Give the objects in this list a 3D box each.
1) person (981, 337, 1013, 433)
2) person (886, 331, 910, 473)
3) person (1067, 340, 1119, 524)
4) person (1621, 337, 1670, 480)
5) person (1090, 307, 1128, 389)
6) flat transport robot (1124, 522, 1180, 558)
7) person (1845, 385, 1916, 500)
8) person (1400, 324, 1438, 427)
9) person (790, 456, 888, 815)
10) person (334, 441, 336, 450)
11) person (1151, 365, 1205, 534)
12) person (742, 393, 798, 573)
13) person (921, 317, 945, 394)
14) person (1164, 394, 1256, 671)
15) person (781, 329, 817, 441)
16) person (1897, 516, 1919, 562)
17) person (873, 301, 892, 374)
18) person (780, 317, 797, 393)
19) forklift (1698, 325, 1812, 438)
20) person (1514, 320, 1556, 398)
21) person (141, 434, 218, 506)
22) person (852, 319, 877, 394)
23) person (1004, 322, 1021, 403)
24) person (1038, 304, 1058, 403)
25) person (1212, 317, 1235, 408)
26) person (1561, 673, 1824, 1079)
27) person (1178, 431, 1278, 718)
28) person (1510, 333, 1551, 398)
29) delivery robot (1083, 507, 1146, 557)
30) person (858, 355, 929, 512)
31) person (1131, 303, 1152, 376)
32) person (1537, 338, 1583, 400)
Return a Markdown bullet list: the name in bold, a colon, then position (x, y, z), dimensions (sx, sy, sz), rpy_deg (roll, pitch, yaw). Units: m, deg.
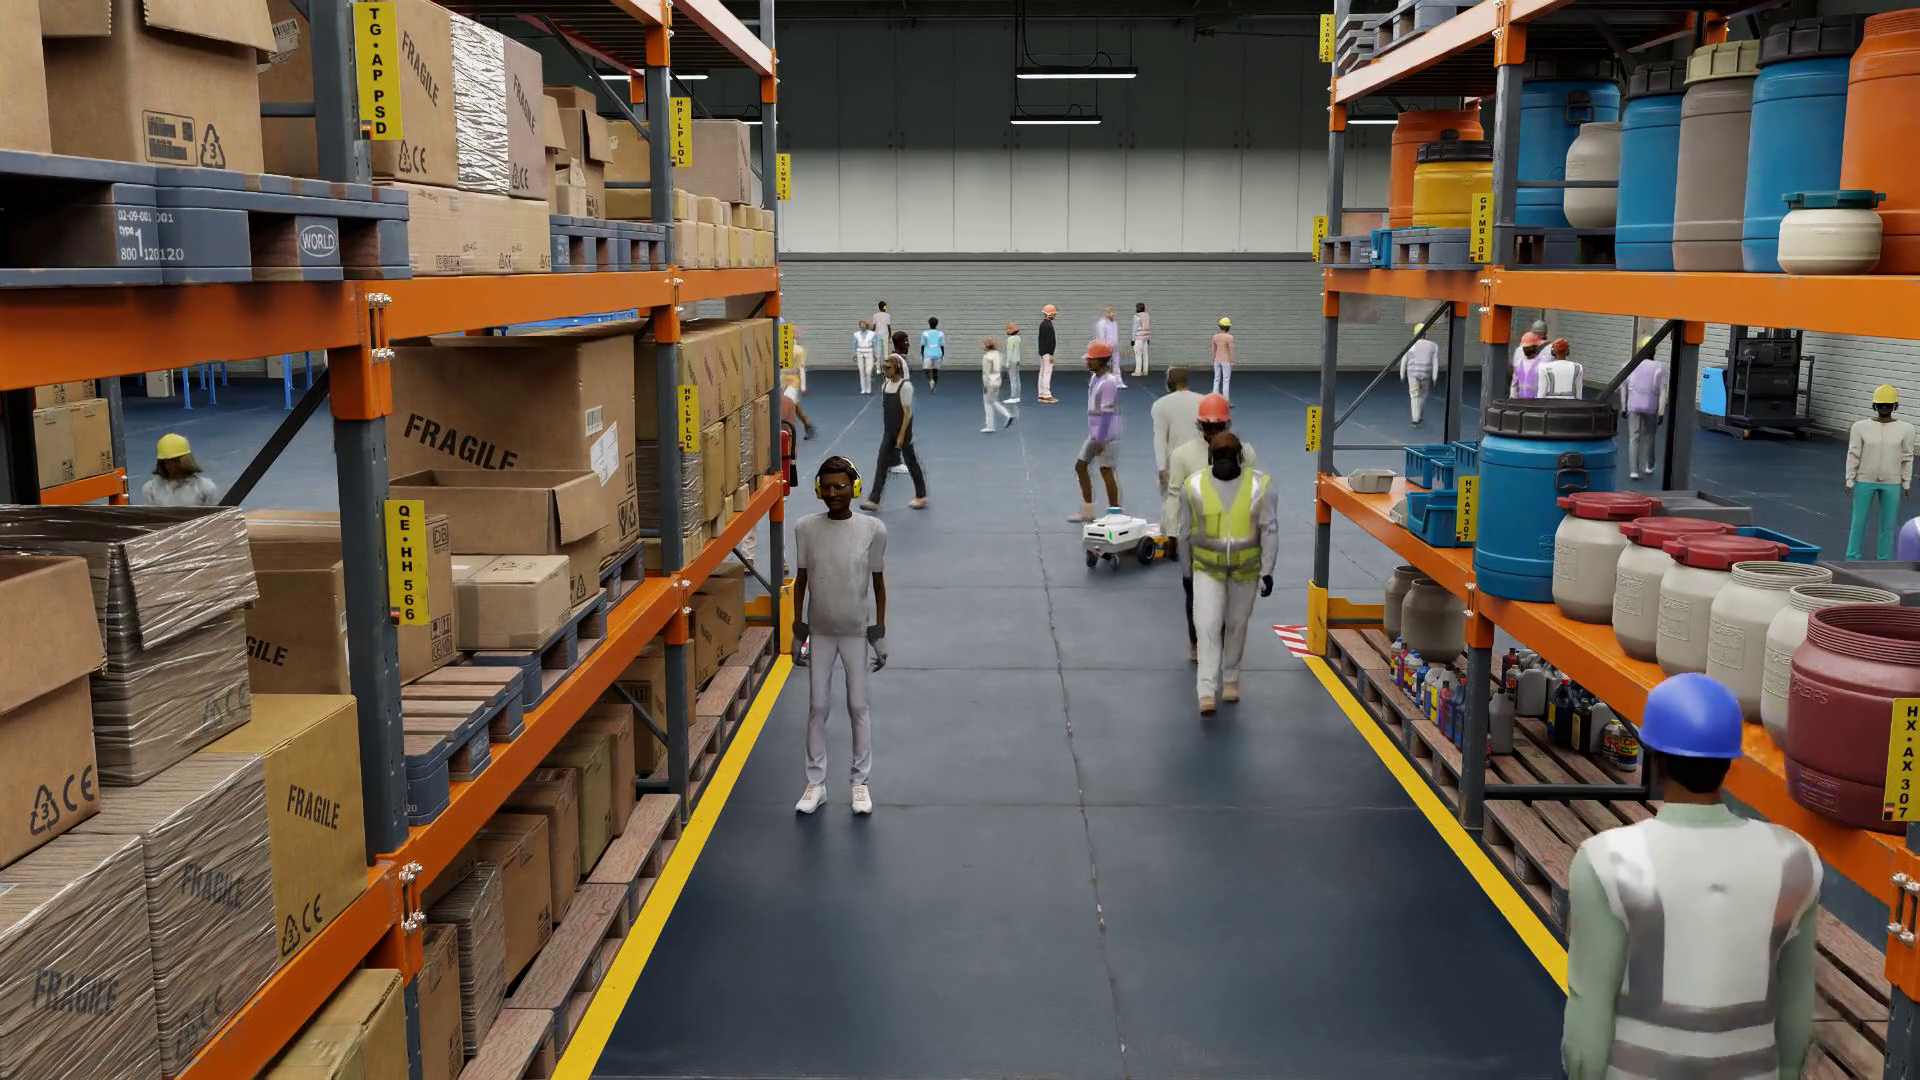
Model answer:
- **person**: position (0.575, -2.591, 27.826), dimensions (0.470, 1.610, 0.530), rpy_deg (5, 11, 29)
- **person**: position (-0.848, -1.897, 22.779), dimensions (0.383, 1.916, 0.597), rpy_deg (-1, 10, -8)
- **person**: position (1.427, -1.138, 17.934), dimensions (0.736, 2.016, 0.640), rpy_deg (-2, 10, -12)
- **person**: position (9.086, -1.759, 22.114), dimensions (0.601, 1.867, 1.024), rpy_deg (5, 11, 28)
- **person**: position (3.358, -4.377, 37.834), dimensions (0.662, 1.860, 1.006), rpy_deg (-9, 13, -44)
- **flat transport robot**: position (2.092, -0.023, 16.603), dimensions (1.431, 0.197, 0.652), rpy_deg (-7, 12, -38)
- **person**: position (8.240, -0.510, 14.920), dimensions (0.534, 1.767, 0.314), rpy_deg (4, 10, 22)
- **person**: position (8.019, -2.882, 29.088), dimensions (0.616, 1.778, 0.958), rpy_deg (1, 10, 5)
- **person**: position (-0.628, 0.490, 8.618), dimensions (0.518, 1.874, 0.326), rpy_deg (1, 10, 5)
- **person**: position (-9.114, -2.222, 24.839), dimensions (1.016, 1.887, 0.569), rpy_deg (8, 12, 40)
- **person**: position (2.174, -0.723, 15.921), dimensions (0.693, 1.884, 0.979), rpy_deg (-1, 10, -8)
- **person**: position (-1.799, -0.693, 15.329), dimensions (0.611, 1.996, 0.378), rpy_deg (-2, 10, -11)
- **person**: position (-0.574, -3.997, 36.057), dimensions (0.538, 1.674, 0.606), rpy_deg (-2, 10, -14)
- **person**: position (1.762, -0.045, 11.609), dimensions (0.672, 1.939, 0.997), rpy_deg (1, 10, 4)
- **person**: position (-2.647, -2.488, 26.423), dimensions (0.540, 1.896, 0.966), rpy_deg (9, 13, 42)
- **person**: position (5.051, 0.499, 8.437), dimensions (0.556, 1.919, 0.527), rpy_deg (1, 9, 3)
- **person**: position (-1.985, -5.186, 42.653), dimensions (0.516, 1.861, 0.329), rpy_deg (4, 10, 20)
- **person**: position (-2.997, -2.739, 27.722), dimensions (0.608, 1.950, 0.379), rpy_deg (-5, 11, -27)
- **forklift**: position (13.248, -3.165, 27.620), dimensions (1.129, 2.768, 1.873), rpy_deg (0, 9, 1)
- **person**: position (8.696, -2.323, 25.085), dimensions (0.685, 2.000, 0.961), rpy_deg (8, 12, 39)
- **person**: position (-5.367, 0.091, 11.527), dimensions (0.480, 1.695, 0.916), rpy_deg (-1, 10, -7)
- **person**: position (-2.085, -3.960, 36.012), dimensions (0.538, 1.619, 0.568), rpy_deg (2, 10, 11)
- **person**: position (1.080, -3.614, 33.911), dimensions (0.286, 1.633, 0.498), rpy_deg (5, 11, 26)
- **person**: position (1.804, -3.822, 34.073), dimensions (0.395, 1.993, 0.614), rpy_deg (-3, 10, -15)
- **person**: position (5.215, -3.508, 32.880), dimensions (0.313, 1.769, 0.525), rpy_deg (-9, 13, -43)
- **person**: position (1.718, 1.272, 3.854), dimensions (0.626, 1.911, 0.963), rpy_deg (0, 9, -2)
- **person**: position (1.695, 0.207, 10.564), dimensions (0.622, 1.791, 0.944), rpy_deg (1, 10, 6)
- **person**: position (7.732, -1.877, 22.717), dimensions (0.987, 1.887, 0.568), rpy_deg (-6, 11, -33)
- **delivery robot**: position (1.465, -0.067, 15.734), dimensions (0.477, 0.478, 0.707), rpy_deg (7, 12, 35)
- **person**: position (-0.731, -1.232, 19.190), dimensions (0.514, 1.798, 0.985), rpy_deg (8, 13, 41)
- **person**: position (4.545, -5.065, 41.981), dimensions (0.634, 1.841, 0.429), rpy_deg (-8, 13, -41)
- **person**: position (7.659, -1.634, 21.294), dimensions (0.573, 1.887, 0.355), rpy_deg (0, 9, -1)
